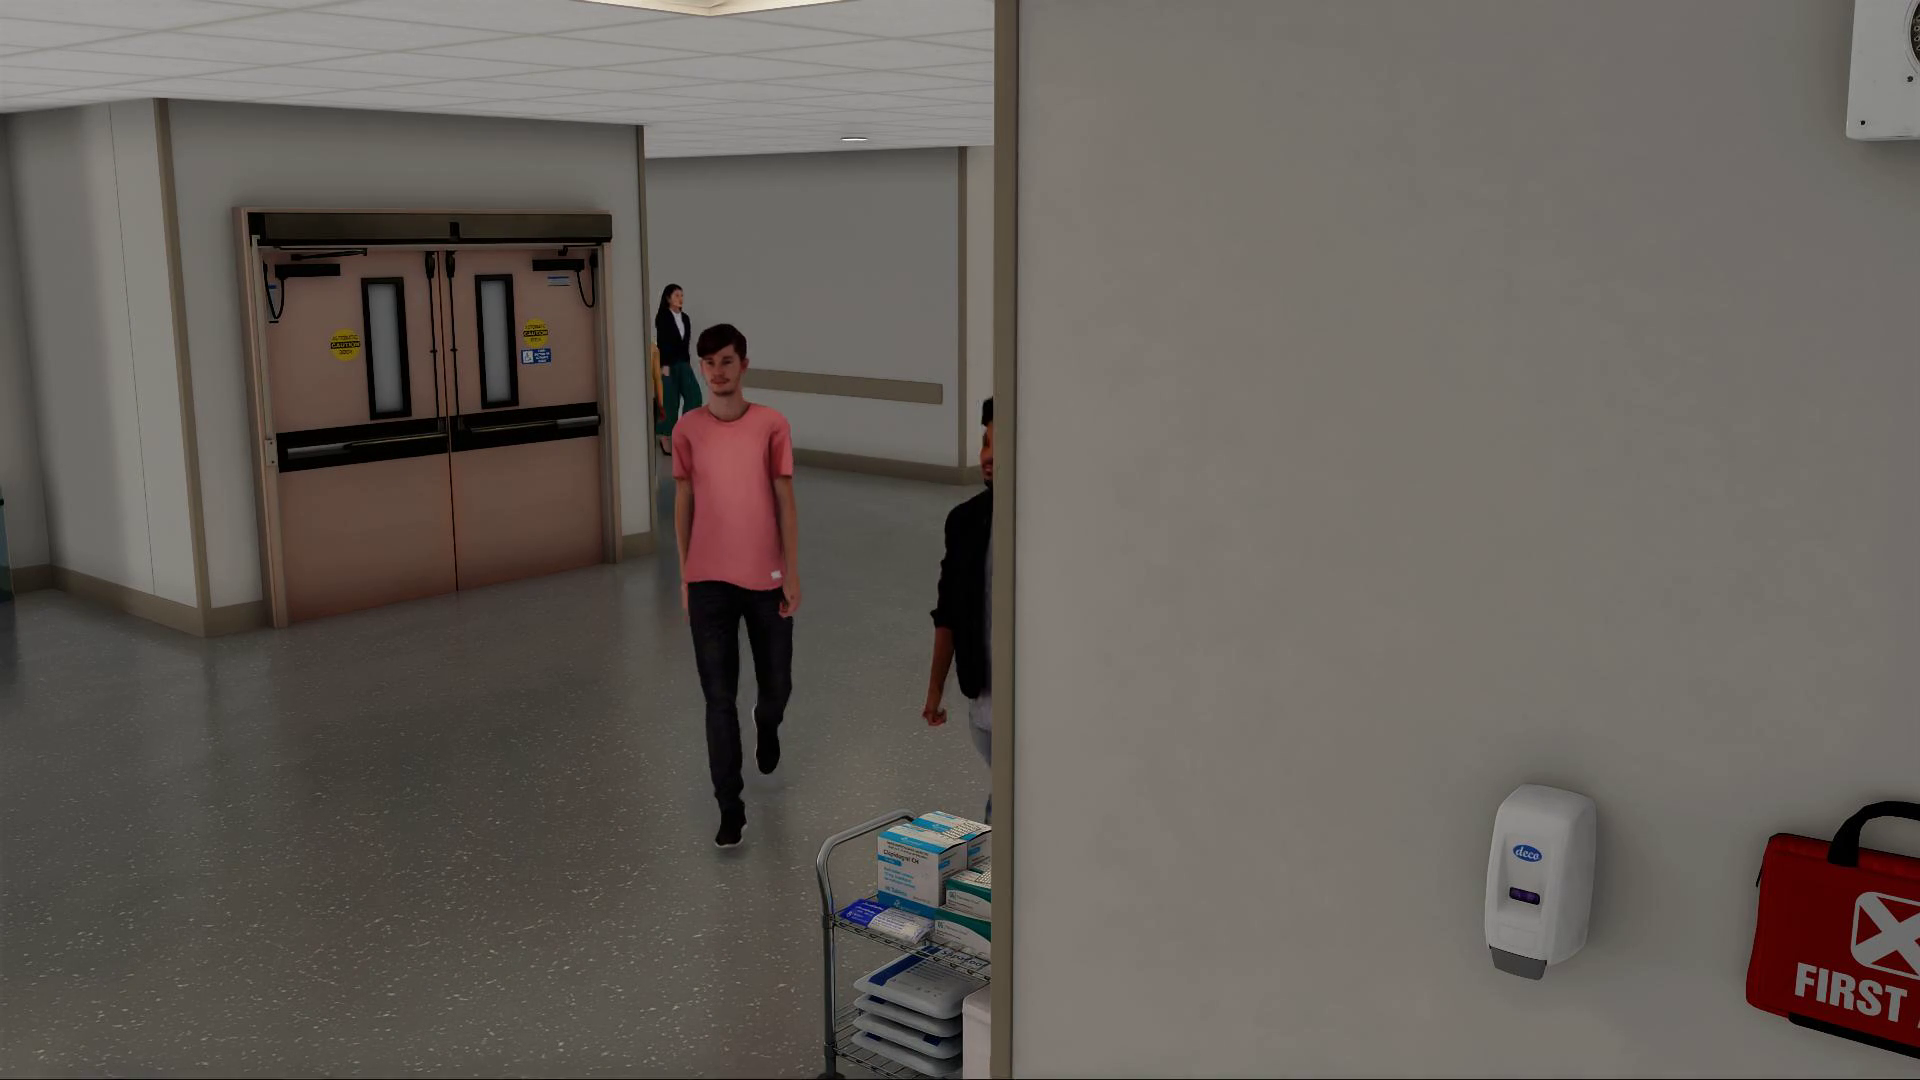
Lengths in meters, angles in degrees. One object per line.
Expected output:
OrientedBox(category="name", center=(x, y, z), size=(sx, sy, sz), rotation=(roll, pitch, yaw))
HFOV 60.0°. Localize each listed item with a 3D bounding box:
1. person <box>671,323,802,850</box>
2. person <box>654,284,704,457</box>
OrientedBox(category="person", center=(-0.839, 0.147, 6.428), size=(1.092, 1.942, 1.135), rotation=(-1, 11, -6))
OrientedBox(category="person", center=(-2.938, -1.690, 16.704), size=(0.672, 1.722, 0.655), rotation=(10, 15, 42))
